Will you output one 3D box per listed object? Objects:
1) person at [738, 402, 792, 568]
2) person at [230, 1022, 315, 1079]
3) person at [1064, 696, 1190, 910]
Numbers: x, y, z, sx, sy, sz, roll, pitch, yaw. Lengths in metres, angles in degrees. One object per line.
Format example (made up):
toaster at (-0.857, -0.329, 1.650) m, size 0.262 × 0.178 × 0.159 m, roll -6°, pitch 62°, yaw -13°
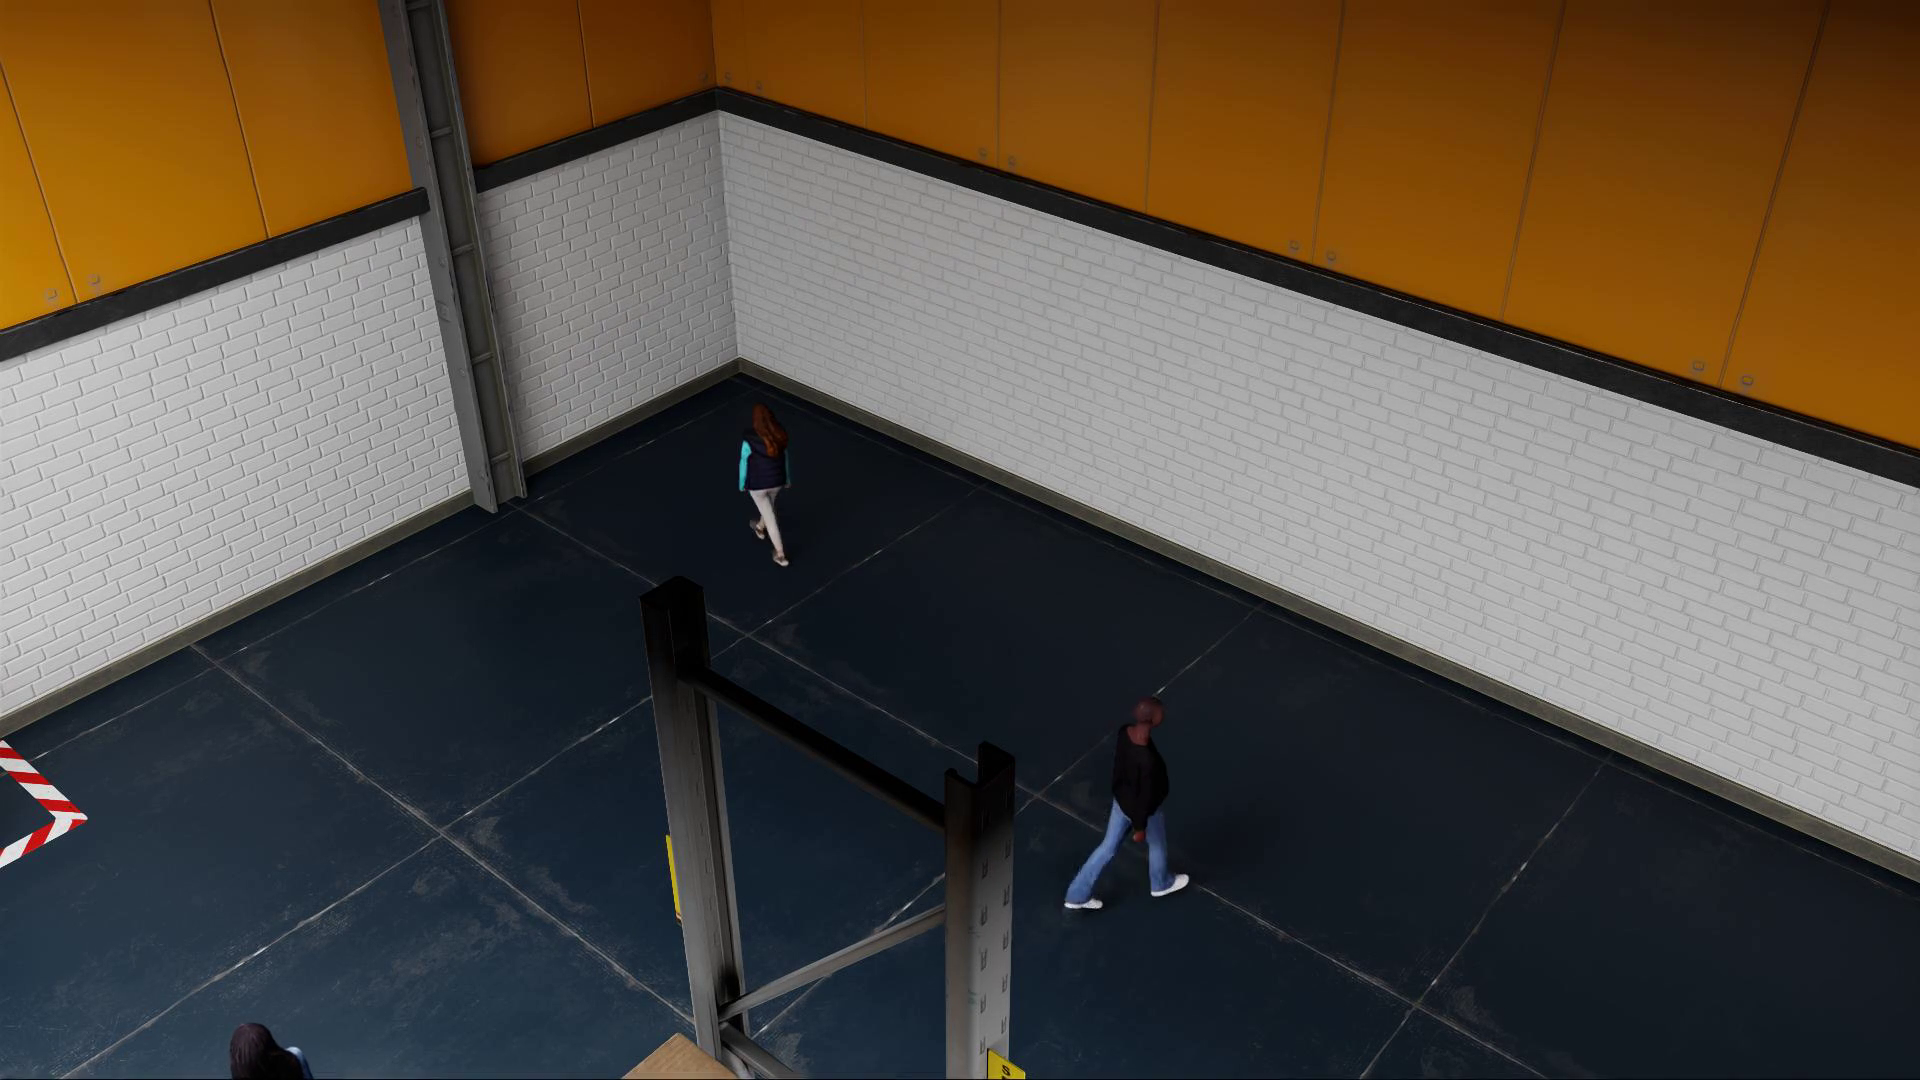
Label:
person at (-1.626, -0.453, 14.156) m, size 0.971 × 1.459 × 0.825 m, roll -20°, pitch 38°, yaw -27°
person at (-3.482, 3.098, 8.585) m, size 0.665 × 1.713 × 0.442 m, roll 24°, pitch 41°, yaw 32°
person at (1.039, 1.729, 10.644) m, size 1.221 × 1.712 × 0.961 m, roll -13°, pitch 36°, yaw -19°
